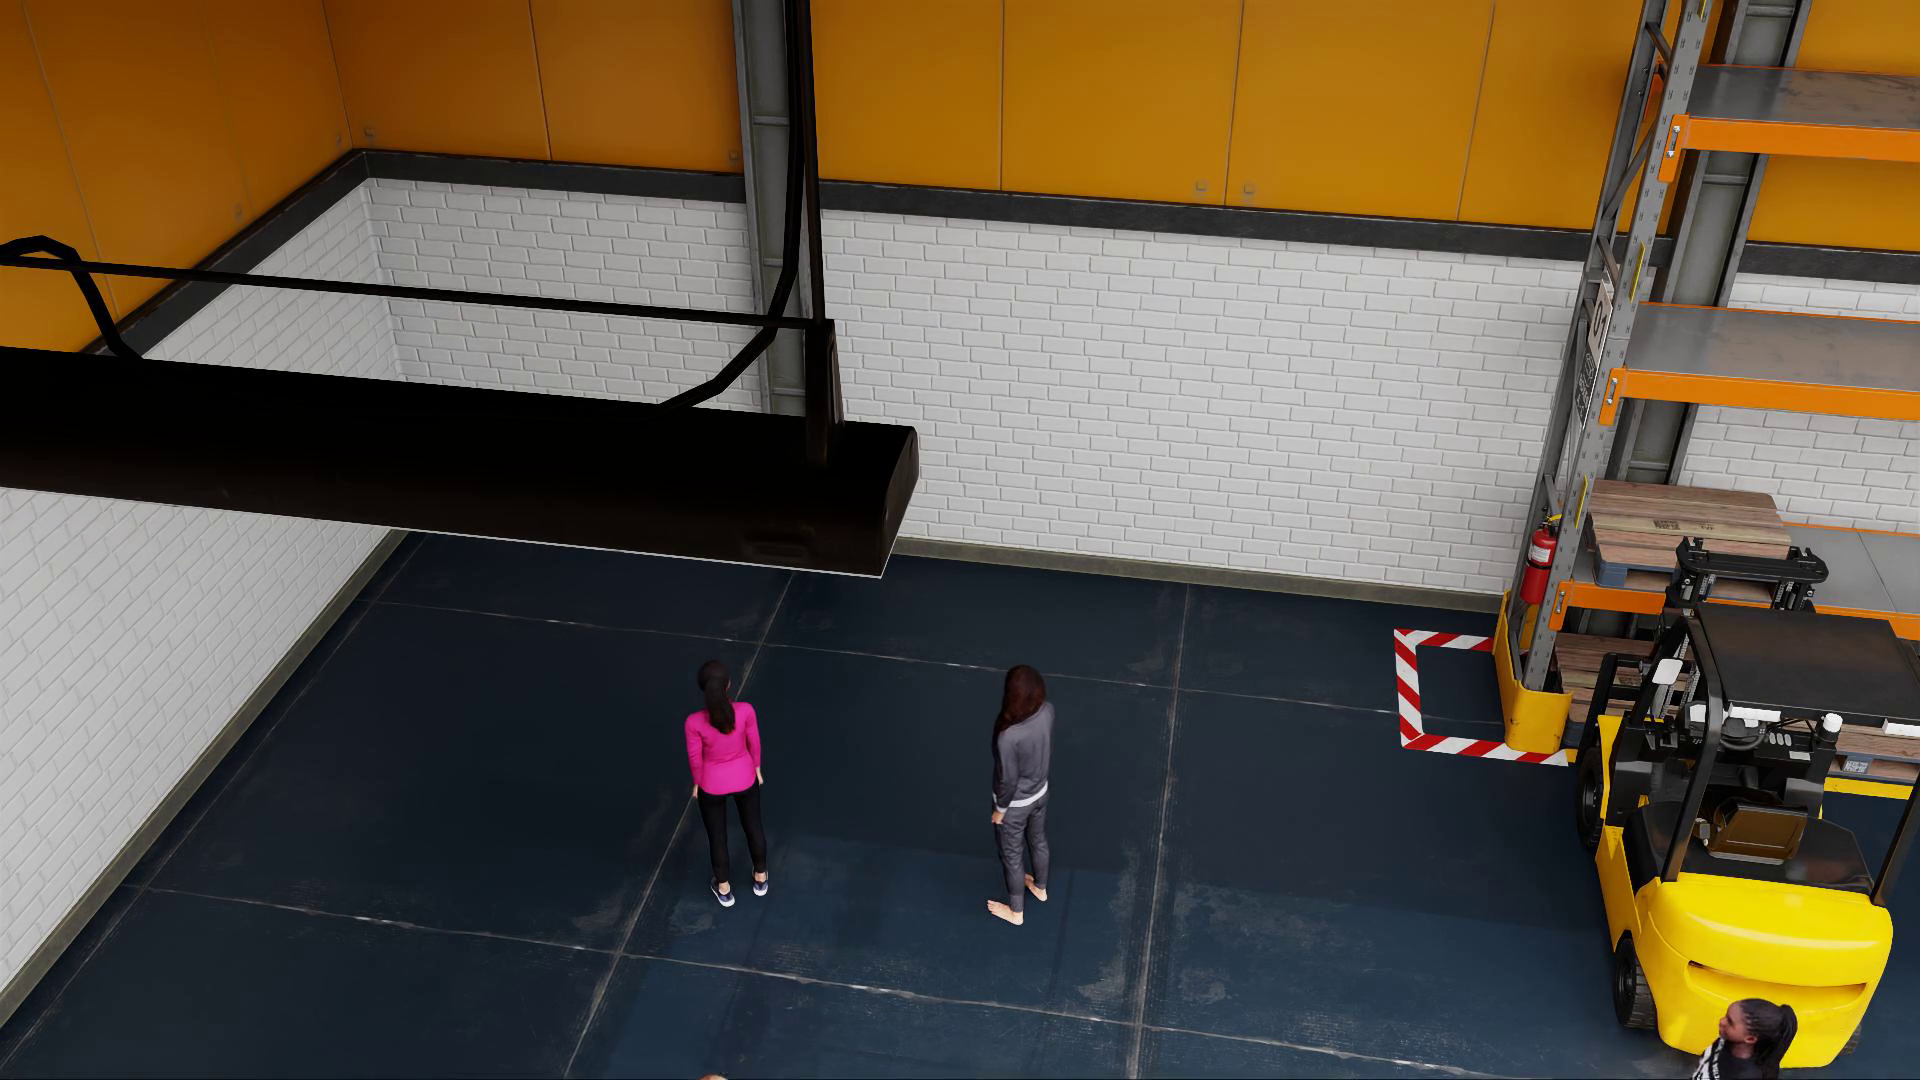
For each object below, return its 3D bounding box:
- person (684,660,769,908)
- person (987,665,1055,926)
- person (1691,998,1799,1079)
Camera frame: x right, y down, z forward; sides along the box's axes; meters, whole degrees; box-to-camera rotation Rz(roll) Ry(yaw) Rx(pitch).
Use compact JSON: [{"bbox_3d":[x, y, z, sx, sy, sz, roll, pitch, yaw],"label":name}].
[{"bbox_3d":[-1.331,1.395,9.548,0.654,1.700,0.745,-12,35,-17],"label":"person"},{"bbox_3d":[0.355,1.432,9.421,0.686,1.768,0.691,25,41,32],"label":"person"},{"bbox_3d":[3.483,2.712,7.565,1.223,1.691,0.799,13,36,19],"label":"person"}]
